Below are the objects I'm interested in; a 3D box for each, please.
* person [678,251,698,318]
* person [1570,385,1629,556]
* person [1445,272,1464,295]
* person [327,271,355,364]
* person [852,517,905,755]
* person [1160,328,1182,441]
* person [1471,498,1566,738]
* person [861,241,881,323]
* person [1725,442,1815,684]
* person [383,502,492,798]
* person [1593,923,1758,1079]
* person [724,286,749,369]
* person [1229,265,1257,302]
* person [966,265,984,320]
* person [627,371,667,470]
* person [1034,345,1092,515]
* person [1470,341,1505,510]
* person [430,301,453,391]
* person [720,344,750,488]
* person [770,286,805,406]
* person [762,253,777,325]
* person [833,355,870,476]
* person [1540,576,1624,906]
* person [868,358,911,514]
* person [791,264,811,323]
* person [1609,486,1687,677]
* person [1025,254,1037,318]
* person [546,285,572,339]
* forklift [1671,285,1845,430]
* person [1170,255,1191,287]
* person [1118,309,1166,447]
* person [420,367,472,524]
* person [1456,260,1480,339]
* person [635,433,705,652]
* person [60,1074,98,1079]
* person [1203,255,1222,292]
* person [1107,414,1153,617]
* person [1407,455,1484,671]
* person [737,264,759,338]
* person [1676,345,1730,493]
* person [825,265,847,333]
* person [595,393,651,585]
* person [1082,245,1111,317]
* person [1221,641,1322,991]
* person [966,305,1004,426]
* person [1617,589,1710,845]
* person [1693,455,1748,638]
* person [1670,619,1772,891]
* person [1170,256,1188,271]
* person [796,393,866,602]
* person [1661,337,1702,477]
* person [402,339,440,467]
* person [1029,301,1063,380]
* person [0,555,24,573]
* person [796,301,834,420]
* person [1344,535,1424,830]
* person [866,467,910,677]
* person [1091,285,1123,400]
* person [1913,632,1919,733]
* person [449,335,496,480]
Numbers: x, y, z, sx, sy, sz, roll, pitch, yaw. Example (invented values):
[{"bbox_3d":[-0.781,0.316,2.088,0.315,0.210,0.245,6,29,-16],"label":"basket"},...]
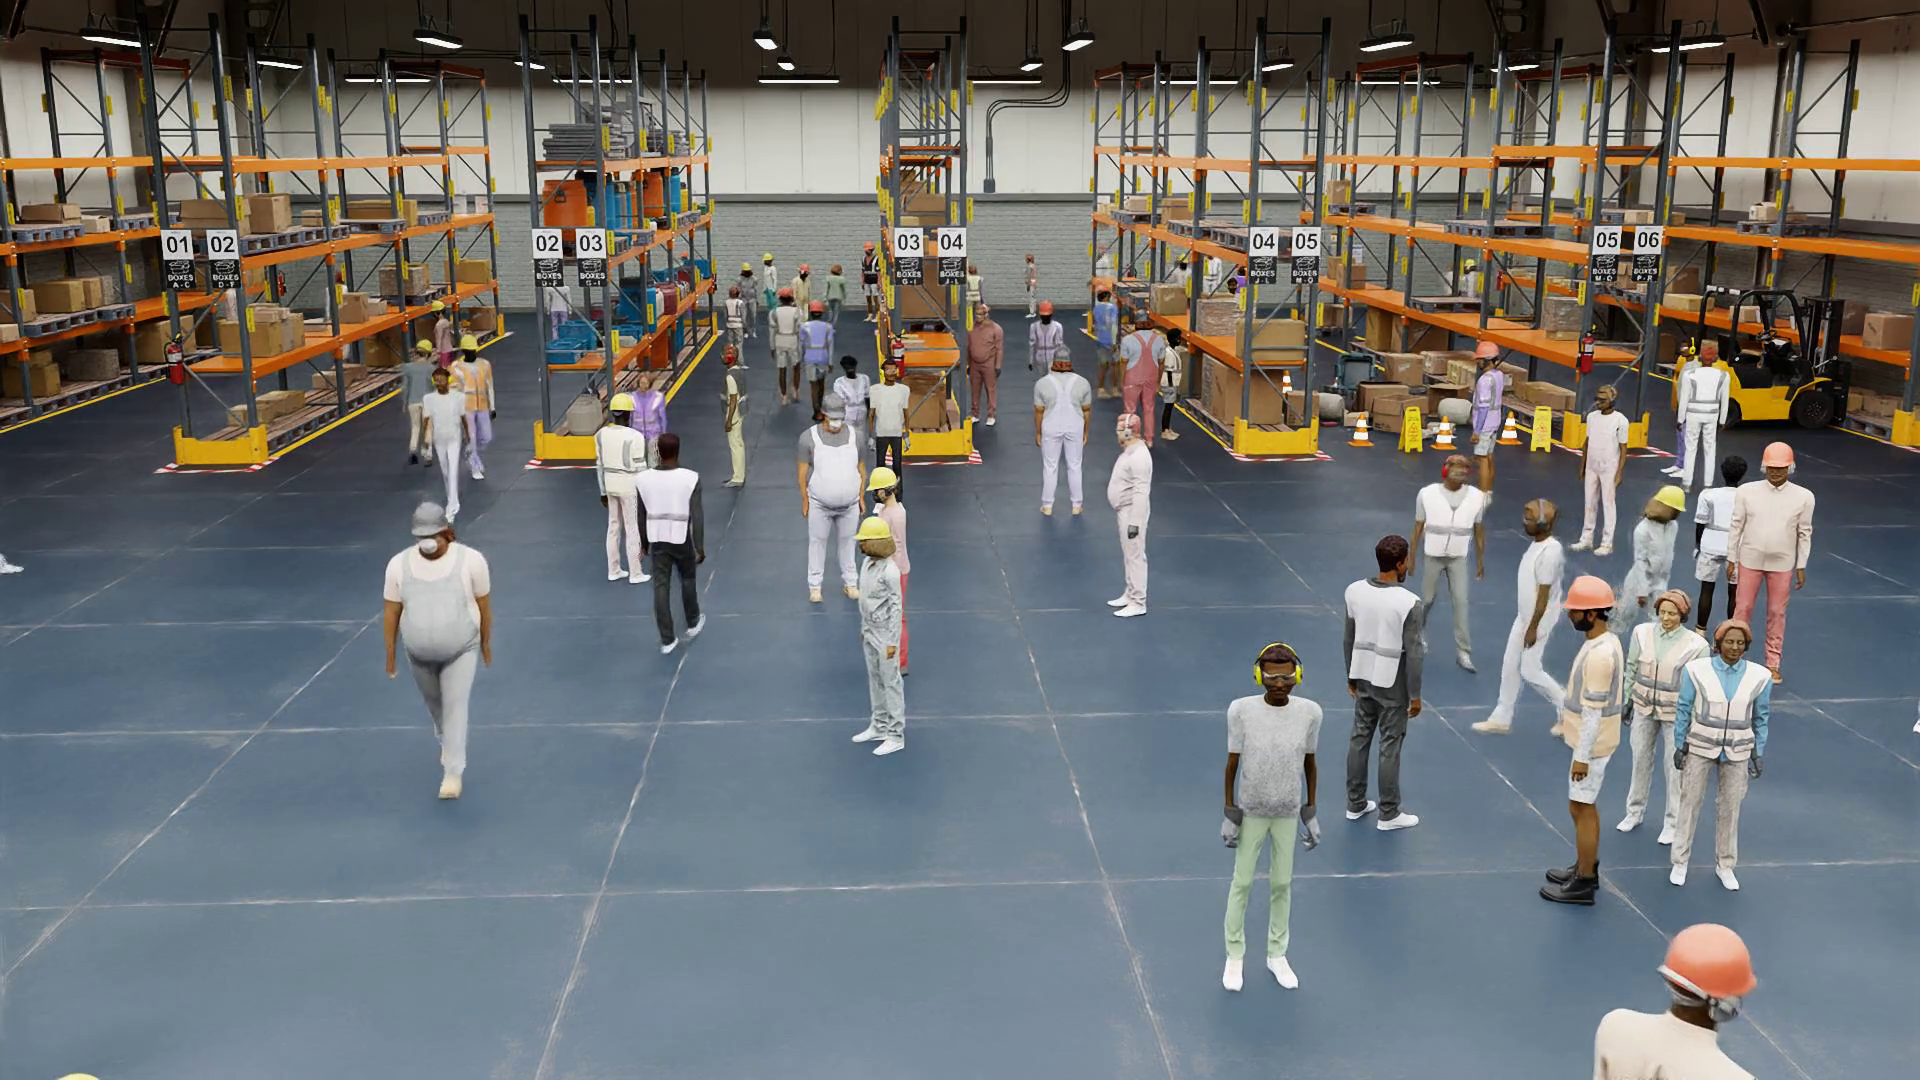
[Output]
[{"bbox_3d":[-7.045,-6.532,42.613,0.656,1.726,0.564,-12,18,-41],"label":"person"},{"bbox_3d":[6.892,-0.751,17.870,0.327,1.843,0.514,-9,16,-32],"label":"person"},{"bbox_3d":[12.111,-6.016,40.761,0.533,1.573,0.867,11,17,39],"label":"person"},{"bbox_3d":[-12.557,-4.561,33.964,0.621,1.856,0.776,-1,13,-3],"label":"person"},{"bbox_3d":[-0.593,0.682,12.014,0.317,1.743,0.488,-7,15,-28],"label":"person"},{"bbox_3d":[3.158,-2.337,24.927,0.319,1.690,0.540,3,14,11],"label":"person"},{"bbox_3d":[4.234,0.592,12.220,0.755,1.824,0.535,1,13,3],"label":"person"},{"bbox_3d":[-2.240,-6.454,41.638,0.616,2.030,0.409,10,17,37],"label":"person"},{"bbox_3d":[6.593,0.182,13.596,0.620,1.994,0.381,6,15,24],"label":"person"},{"bbox_3d":[-3.588,0.668,11.436,0.695,2.000,1.017,-1,13,-4],"label":"person"},{"bbox_3d":[2.257,2.150,5.292,0.424,1.984,0.613,-7,15,-27],"label":"person"},{"bbox_3d":[-4.440,-4.196,32.900,0.513,1.642,0.313,9,16,32],"label":"person"},{"bbox_3d":[6.121,-5.040,36.044,0.633,1.843,0.429,3,14,13],"label":"person"},{"bbox_3d":[0.304,-5.657,39.127,0.530,1.621,0.441,-5,14,-19],"label":"person"},{"bbox_3d":[-3.869,-1.267,20.519,0.532,1.620,0.456,0,13,-2],"label":"person"},{"bbox_3d":[1.207,-1.317,19.846,0.684,2.000,0.538,-1,13,-3],"label":"person"},{"bbox_3d":[6.340,-1.387,20.139,0.371,2.044,0.608,8,16,32],"label":"person"},{"bbox_3d":[-8.844,-3.198,28.424,0.335,1.763,0.523,0,13,-2],"label":"person"},{"bbox_3d":[-2.911,-1.600,21.454,0.389,1.850,0.564,0,13,-1],"label":"person"},{"bbox_3d":[-2.921,-3.289,28.243,0.626,2.020,0.589,1,13,3],"label":"person"},{"bbox_3d":[-4.718,-6.201,41.132,0.330,1.765,0.533,-8,16,-32],"label":"person"},{"bbox_3d":[-1.441,-1.626,21.970,0.562,1.673,0.454,-8,15,-30],"label":"person"},{"bbox_3d":[3.616,1.152,9.643,0.391,1.924,0.551,5,14,21],"label":"person"},{"bbox_3d":[-0.843,-1.245,19.897,0.514,1.877,0.328,-2,13,-7],"label":"person"},{"bbox_3d":[-3.624,-5.411,37.875,0.611,1.715,0.486,-10,17,-37],"label":"person"},{"bbox_3d":[5.596,0.369,13.484,0.495,1.675,0.898,-6,14,-23],"label":"person"},{"bbox_3d":[1.826,-6.568,42.979,0.318,1.631,0.514,3,14,11],"label":"person"},{"bbox_3d":[-8.547,-4.871,35.494,0.533,1.767,0.324,-1,13,-4],"label":"person"},{"bbox_3d":[12.503,-2.886,26.166,2.313,2.155,1.214,-1,13,-3],"label":"forklift"},{"bbox_3d":[5.216,-5.720,38.857,0.609,1.868,1.015,-2,13,-10],"label":"person"},{"bbox_3d":[2.622,-2.361,24.268,0.684,2.000,0.535,-4,14,-16],"label":"person"},{"bbox_3d":[-6.056,-1.133,19.558,0.547,1.817,0.998,-1,13,-6],"label":"person"},{"bbox_3d":[11.738,-5.546,38.314,0.431,1.797,0.679,5,14,20],"label":"person"},{"bbox_3d":[-2.519,-0.021,14.682,0.624,1.880,0.910,1,13,5],"label":"person"},{"bbox_3d":[-2.502,2.360,4.866,0.533,1.765,0.319,-9,16,-34],"label":"person"},{"bbox_3d":[6.368,-6.505,42.227,0.602,1.851,0.782,-3,14,-11],"label":"person"},{"bbox_3d":[1.578,-0.234,15.553,0.399,1.905,0.643,0,13,-1],"label":"person"},{"bbox_3d":[4.127,0.167,14.117,0.611,1.807,0.829,0,13,-1],"label":"person"},{"bbox_3d":[-4.858,-5.465,38.128,0.510,1.708,0.830,-3,14,-13],"label":"person"},{"bbox_3d":[9.408,-1.531,21.088,0.585,1.882,0.337,3,14,12],"label":"person"},{"bbox_3d":[-2.930,-5.725,39.476,0.525,1.598,0.672,2,13,10],"label":"person"},{"bbox_3d":[-3.375,-0.514,16.715,0.590,1.918,0.396,7,15,28],"label":"person"},{"bbox_3d":[3.636,-6.717,43.122,1.000,1.864,0.635,-5,14,-20],"label":"person"},{"bbox_3d":[1.612,1.424,8.605,0.521,1.871,0.334,0,13,-1],"label":"person"},{"bbox_3d":[0.361,-2.759,26.253,0.641,1.904,0.401,7,15,28],"label":"person"},{"bbox_3d":[4.435,1.099,10.496,0.312,1.634,0.514,-11,17,-40],"label":"person"},{"bbox_3d":[6.716,0.096,14.599,0.541,1.696,0.315,6,15,26],"label":"person"},{"bbox_3d":[4.471,1.254,9.808,0.515,1.645,0.309,3,14,13],"label":"person"},{"bbox_3d":[5.643,-6.526,42.912,0.511,1.581,0.822,-3,14,-11],"label":"person"},{"bbox_3d":[-1.206,-0.416,16.032,0.681,2.000,0.538,-4,14,-17],"label":"person"},{"bbox_3d":[9.637,-1.769,22.127,0.328,1.872,0.508,1,13,6],"label":"person"},{"bbox_3d":[-7.387,-1.885,22.890,0.546,1.734,0.465,0,13,-2],"label":"person"},{"bbox_3d":[1.431,-2.997,27.317,0.562,1.895,0.818,3,14,13],"label":"person"},{"bbox_3d":[-10.131,-0.424,16.832,0.588,1.680,0.884,13,18,43],"label":"person"},{"bbox_3d":[-2.349,-2.924,26.975,0.565,1.885,0.996,-4,14,-16],"label":"person"},{"bbox_3d":[2.707,0.910,10.676,0.393,1.919,0.589,-10,17,-37],"label":"person"},{"bbox_3d":[-0.593,0.262,13.778,0.342,1.753,0.534,-4,14,-17],"label":"person"},{"bbox_3d":[2.570,-3.436,28.956,0.685,1.975,0.704,-13,18,-43],"label":"person"},{"bbox_3d":[7.400,0.665,12.324,0.509,1.632,0.269,8,15,29],"label":"person"},{"bbox_3d":[-6.444,-1.767,22.013,0.612,1.913,0.472,-11,17,-39],"label":"person"}]
